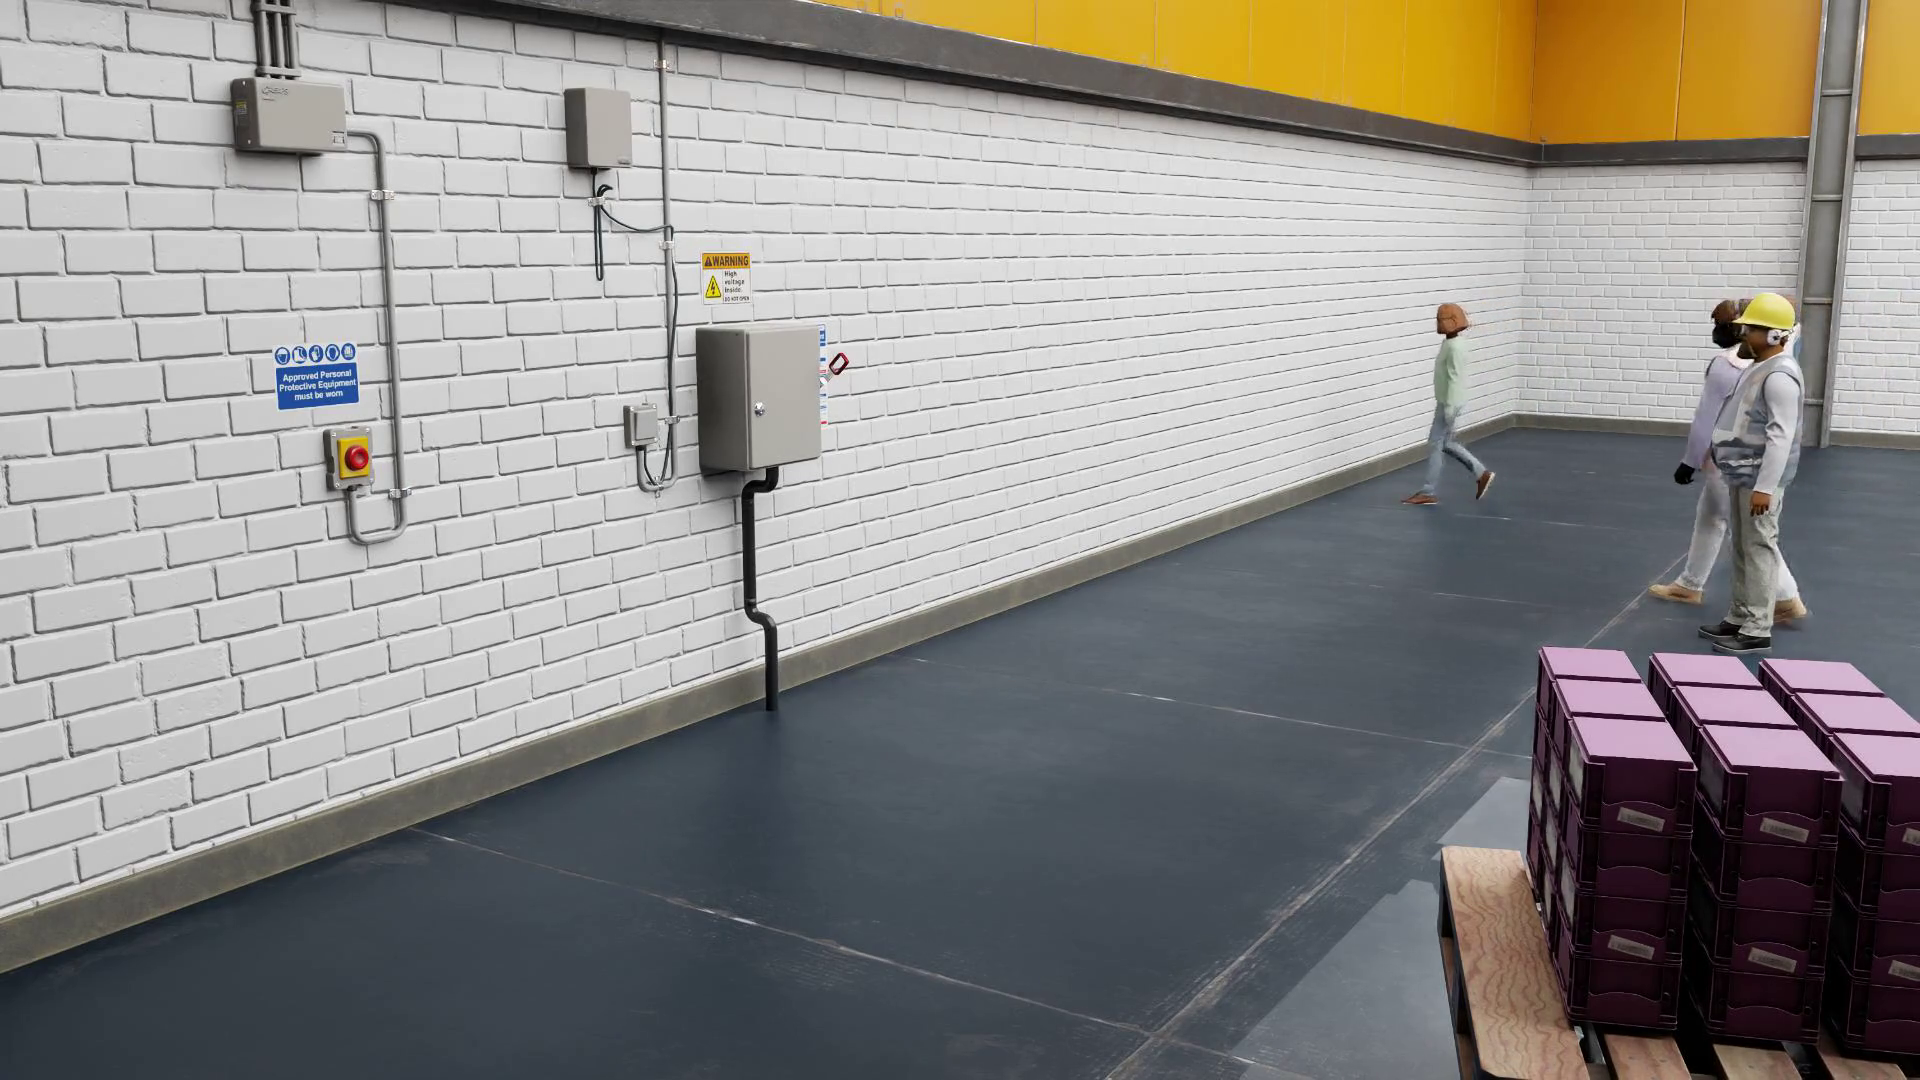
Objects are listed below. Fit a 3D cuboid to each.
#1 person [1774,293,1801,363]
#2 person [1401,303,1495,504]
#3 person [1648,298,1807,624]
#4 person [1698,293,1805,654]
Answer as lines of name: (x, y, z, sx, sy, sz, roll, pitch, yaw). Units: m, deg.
person: (7.344, -1.407, 15.003, 0.537, 1.627, 0.409, -3, 11, -14)
person: (3.906, -1.073, 13.200, 0.684, 1.614, 0.517, 2, 10, 10)
person: (4.345, -0.443, 9.247, 0.926, 1.802, 0.621, 10, 14, 44)
person: (4.053, -0.337, 8.500, 0.404, 1.837, 0.594, 2, 10, 13)
